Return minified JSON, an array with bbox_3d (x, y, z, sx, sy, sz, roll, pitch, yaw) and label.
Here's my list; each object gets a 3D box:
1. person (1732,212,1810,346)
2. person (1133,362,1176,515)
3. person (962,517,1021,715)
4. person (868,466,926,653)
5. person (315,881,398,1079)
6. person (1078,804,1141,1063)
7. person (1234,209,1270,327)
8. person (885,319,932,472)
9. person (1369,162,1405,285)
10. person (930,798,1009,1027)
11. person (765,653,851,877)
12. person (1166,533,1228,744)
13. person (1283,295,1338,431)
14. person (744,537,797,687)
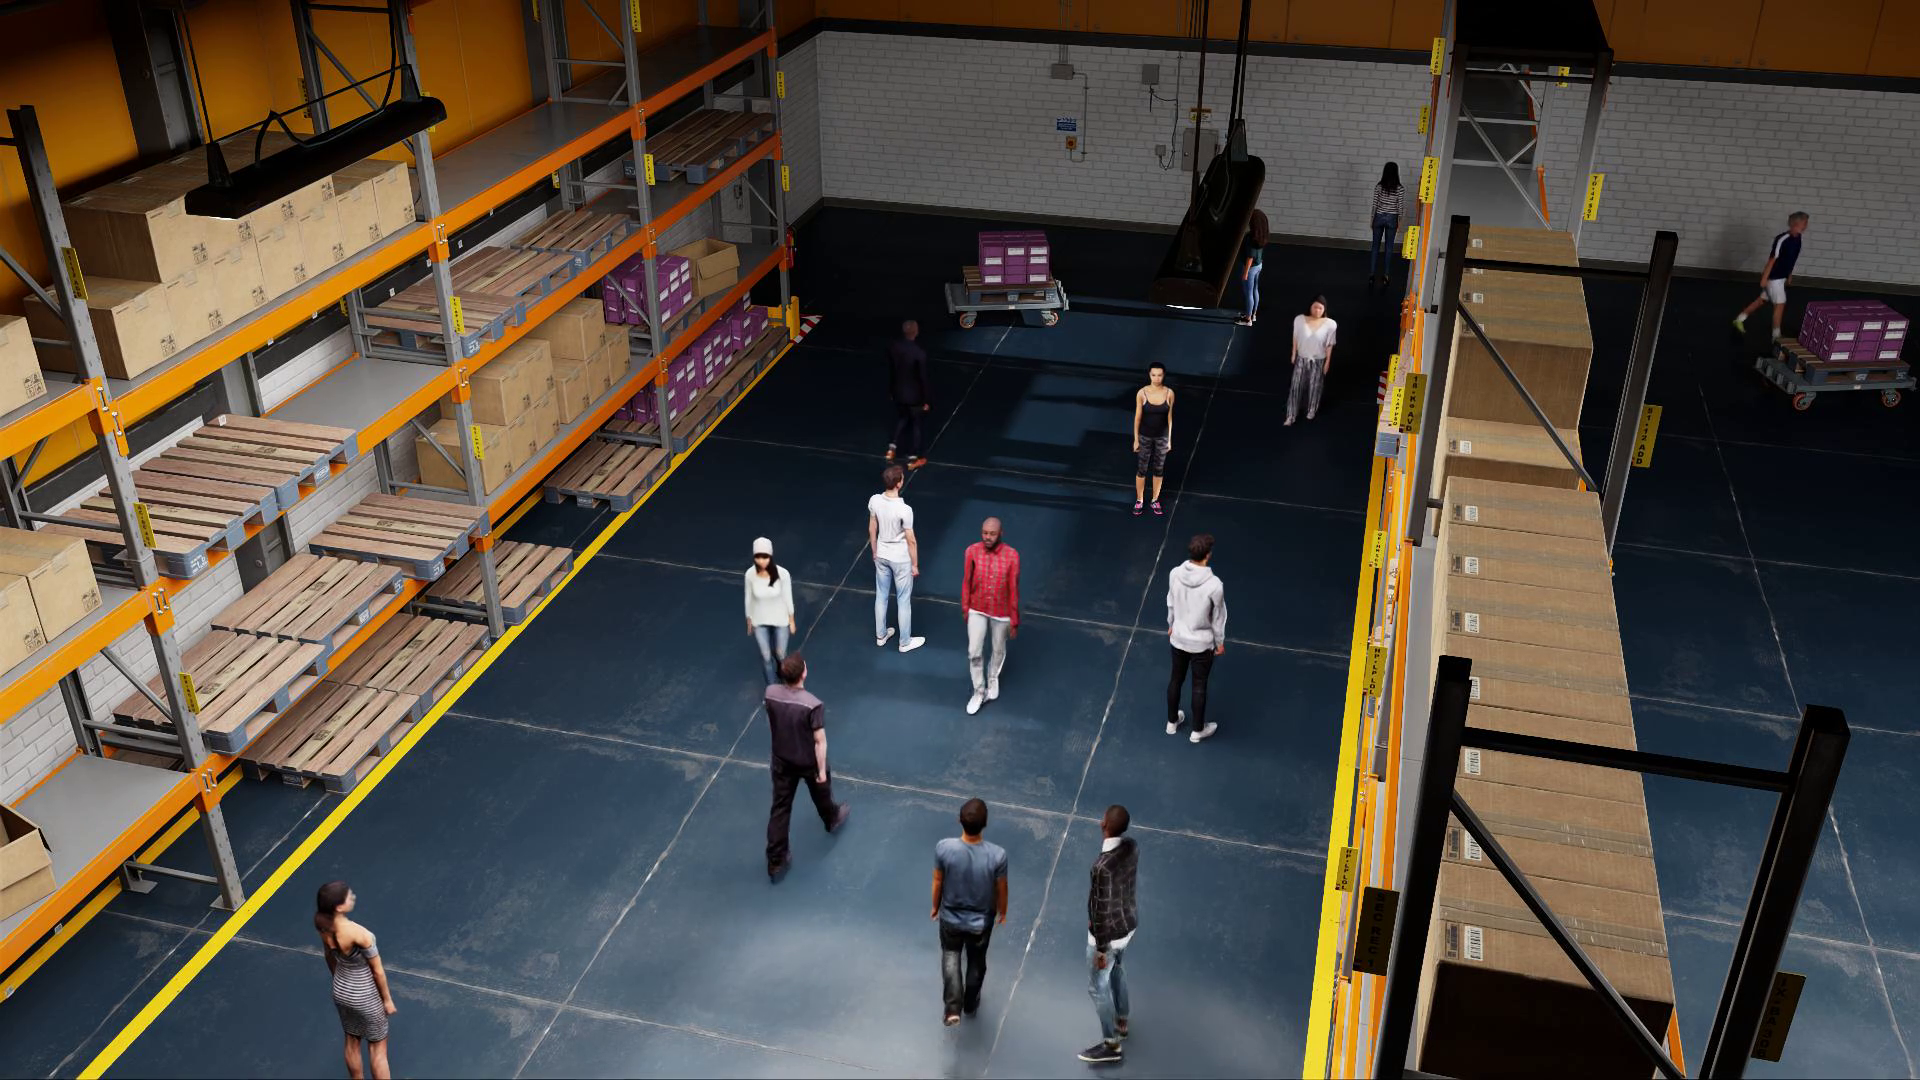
[{"bbox_3d":[10.782,-3.510,22.126,1.153,1.798,1.074,-20,34,-32],"label":"person"},{"bbox_3d":[2.061,-1.096,17.773,0.627,1.729,0.622,0,29,-1],"label":"person"},{"bbox_3d":[0.289,0.567,14.648,0.735,1.802,0.862,4,29,7],"label":"person"},{"bbox_3d":[-0.611,0.168,15.329,0.719,1.851,0.660,18,33,30],"label":"person"},{"bbox_3d":[-3.764,2.874,10.398,0.636,1.822,0.587,13,31,23],"label":"person"},{"bbox_3d":[1.031,2.604,10.935,0.984,1.781,0.732,10,30,18],"label":"person"},{"bbox_3d":[3.991,-3.735,22.728,0.730,1.616,0.624,17,33,28],"label":"person"},{"bbox_3d":[-0.628,-1.586,18.592,0.863,1.805,0.937,20,34,32],"label":"person"},{"bbox_3d":[6.157,-4.580,24.091,0.616,1.794,0.536,11,30,19],"label":"person"},{"bbox_3d":[0.041,2.540,11.037,0.747,1.796,0.876,3,29,5],"label":"person"},{"bbox_3d":[-1.266,1.719,12.541,0.919,1.797,1.283,14,31,23],"label":"person"},{"bbox_3d":[1.966,0.817,14.058,0.749,1.928,0.692,18,33,30],"label":"person"},{"bbox_3d":[4.215,-2.150,19.809,0.790,1.630,1.142,13,31,22],"label":"person"},{"bbox_3d":[-1.657,0.686,14.605,0.686,1.633,0.845,1,29,2],"label":"person"}]
